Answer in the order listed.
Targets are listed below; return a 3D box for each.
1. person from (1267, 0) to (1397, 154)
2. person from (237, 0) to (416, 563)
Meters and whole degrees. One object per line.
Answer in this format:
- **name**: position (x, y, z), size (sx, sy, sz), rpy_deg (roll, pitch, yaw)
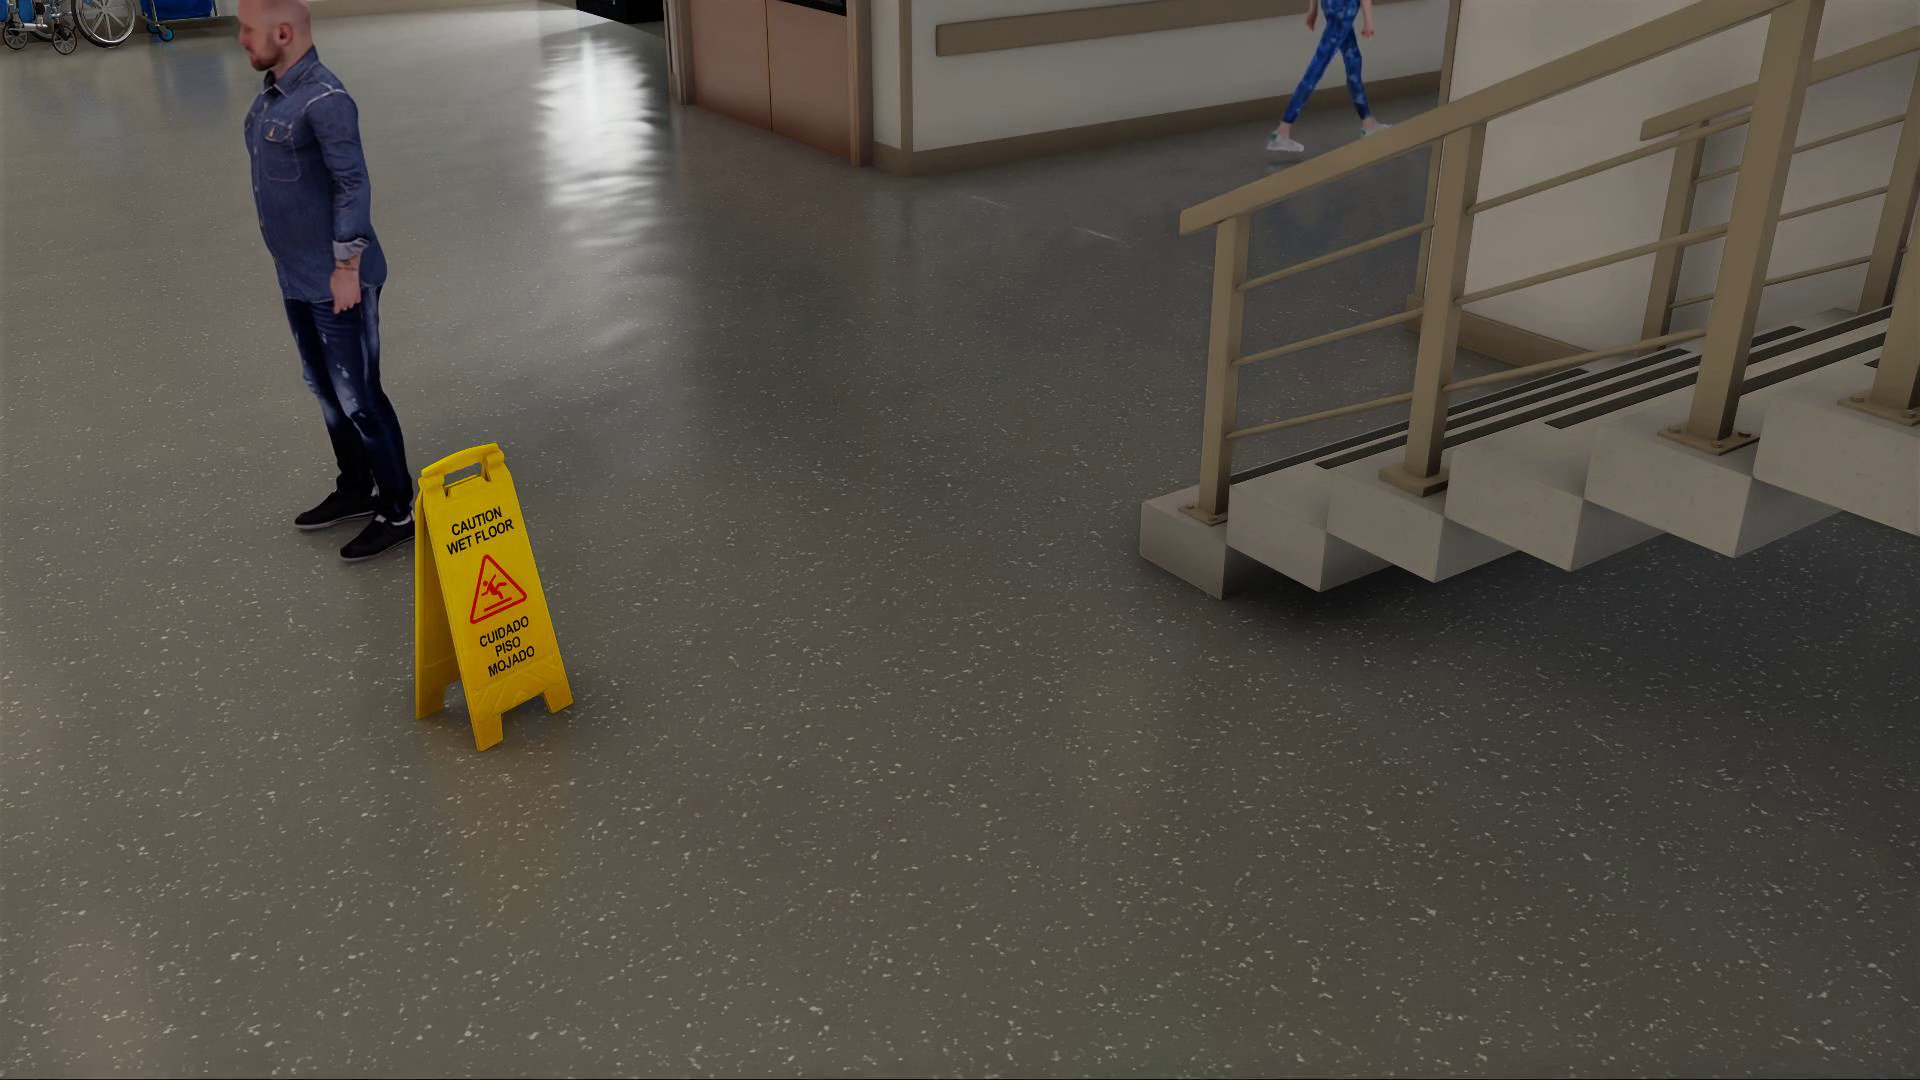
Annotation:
- **person**: position (2.305, -3.252, 10.433), size (0.821, 1.729, 1.217), rpy_deg (-11, 28, -21)
- **person**: position (-2.033, -0.841, 5.321), size (0.798, 1.827, 0.558), rpy_deg (-21, 33, -37)
